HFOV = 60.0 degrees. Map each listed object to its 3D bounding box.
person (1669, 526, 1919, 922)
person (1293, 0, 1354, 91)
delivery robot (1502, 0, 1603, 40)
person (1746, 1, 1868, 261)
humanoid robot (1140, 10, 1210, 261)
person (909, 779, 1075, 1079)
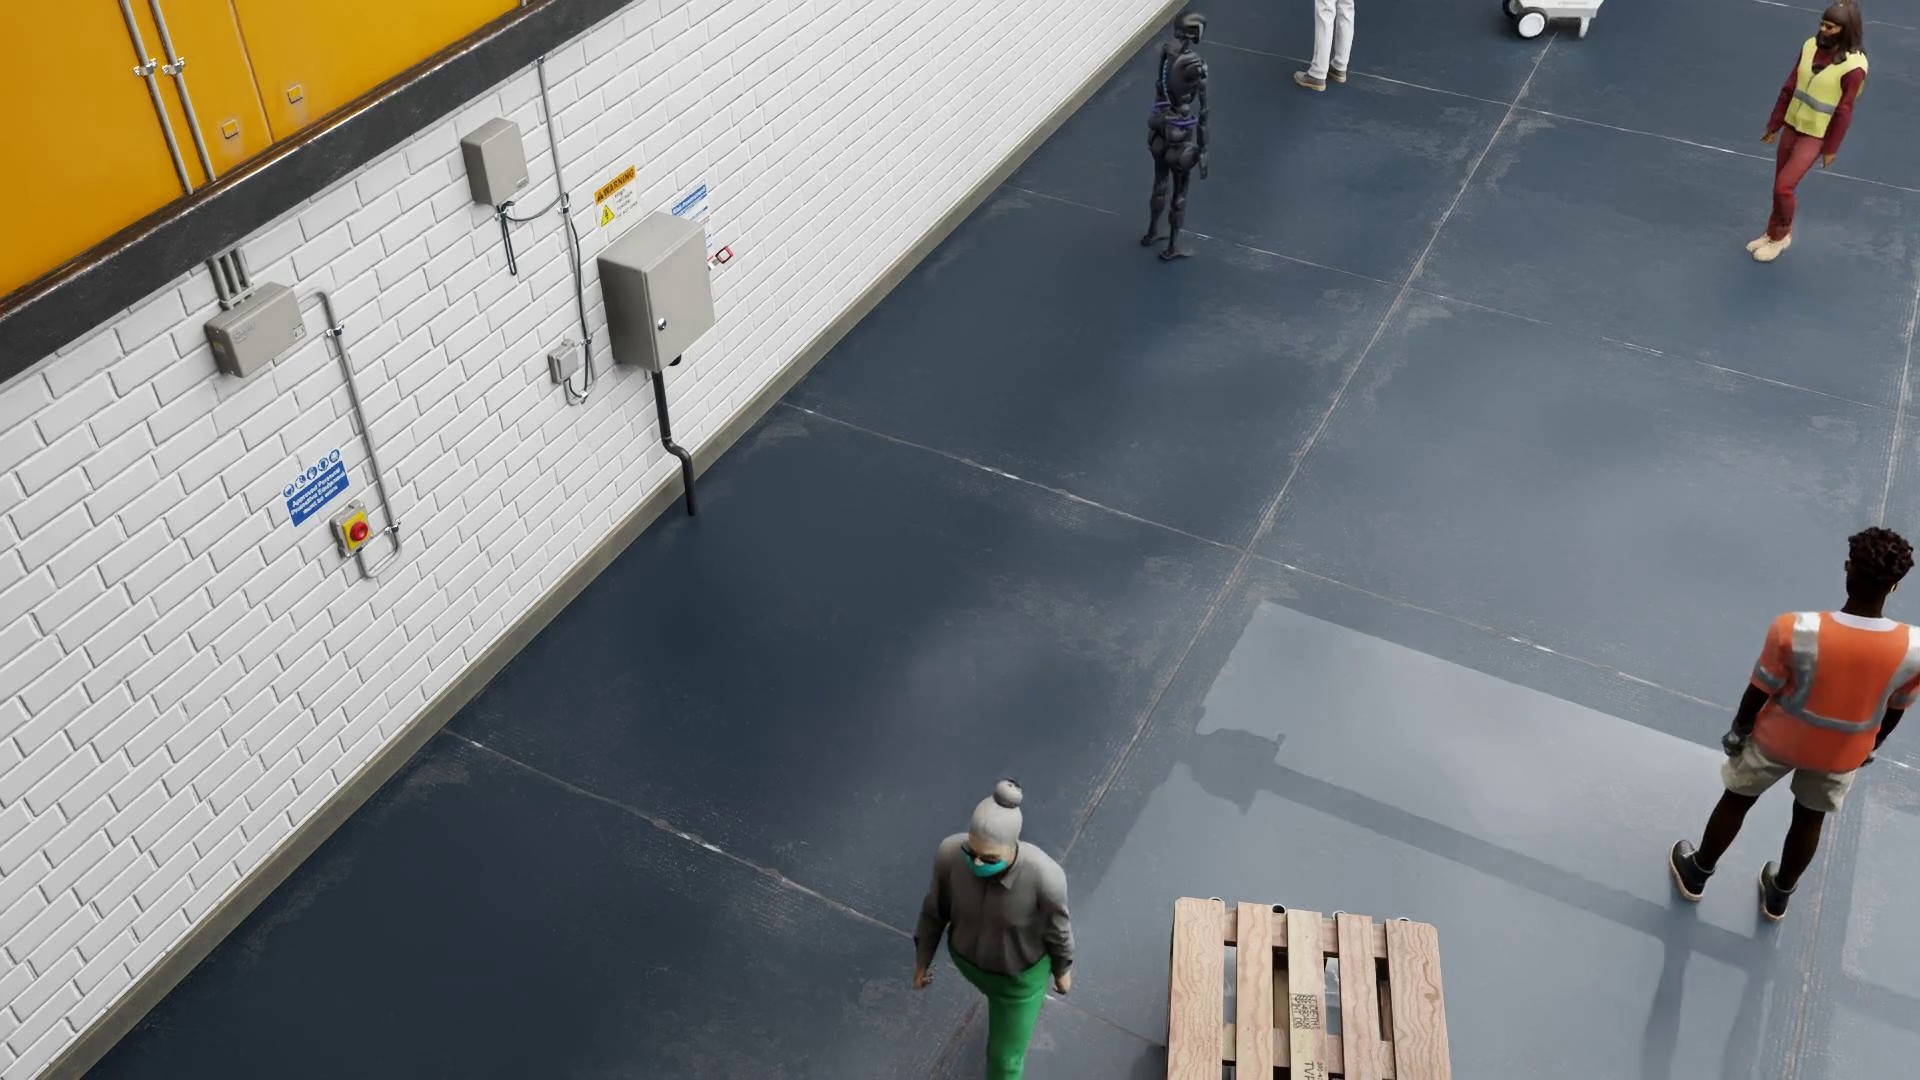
[{"bbox_3d":[3.401,0.765,6.670,0.600,1.946,0.418,10,42,11],"label":"person"},{"bbox_3d":[2.876,-4.369,12.666,0.583,1.882,0.337,-26,47,-27],"label":"person"},{"bbox_3d":[4.947,-4.499,13.819,0.735,0.573,0.511,1,41,1],"label":"delivery robot"},{"bbox_3d":[5.425,-2.613,10.731,0.490,1.749,0.494,-14,43,-15],"label":"person"},{"bbox_3d":[1.419,-2.632,10.804,0.323,1.658,0.589,-20,45,-22],"label":"humanoid robot"},{"bbox_3d":[0.099,1.514,5.924,0.555,1.792,0.952,17,44,19],"label":"person"}]
